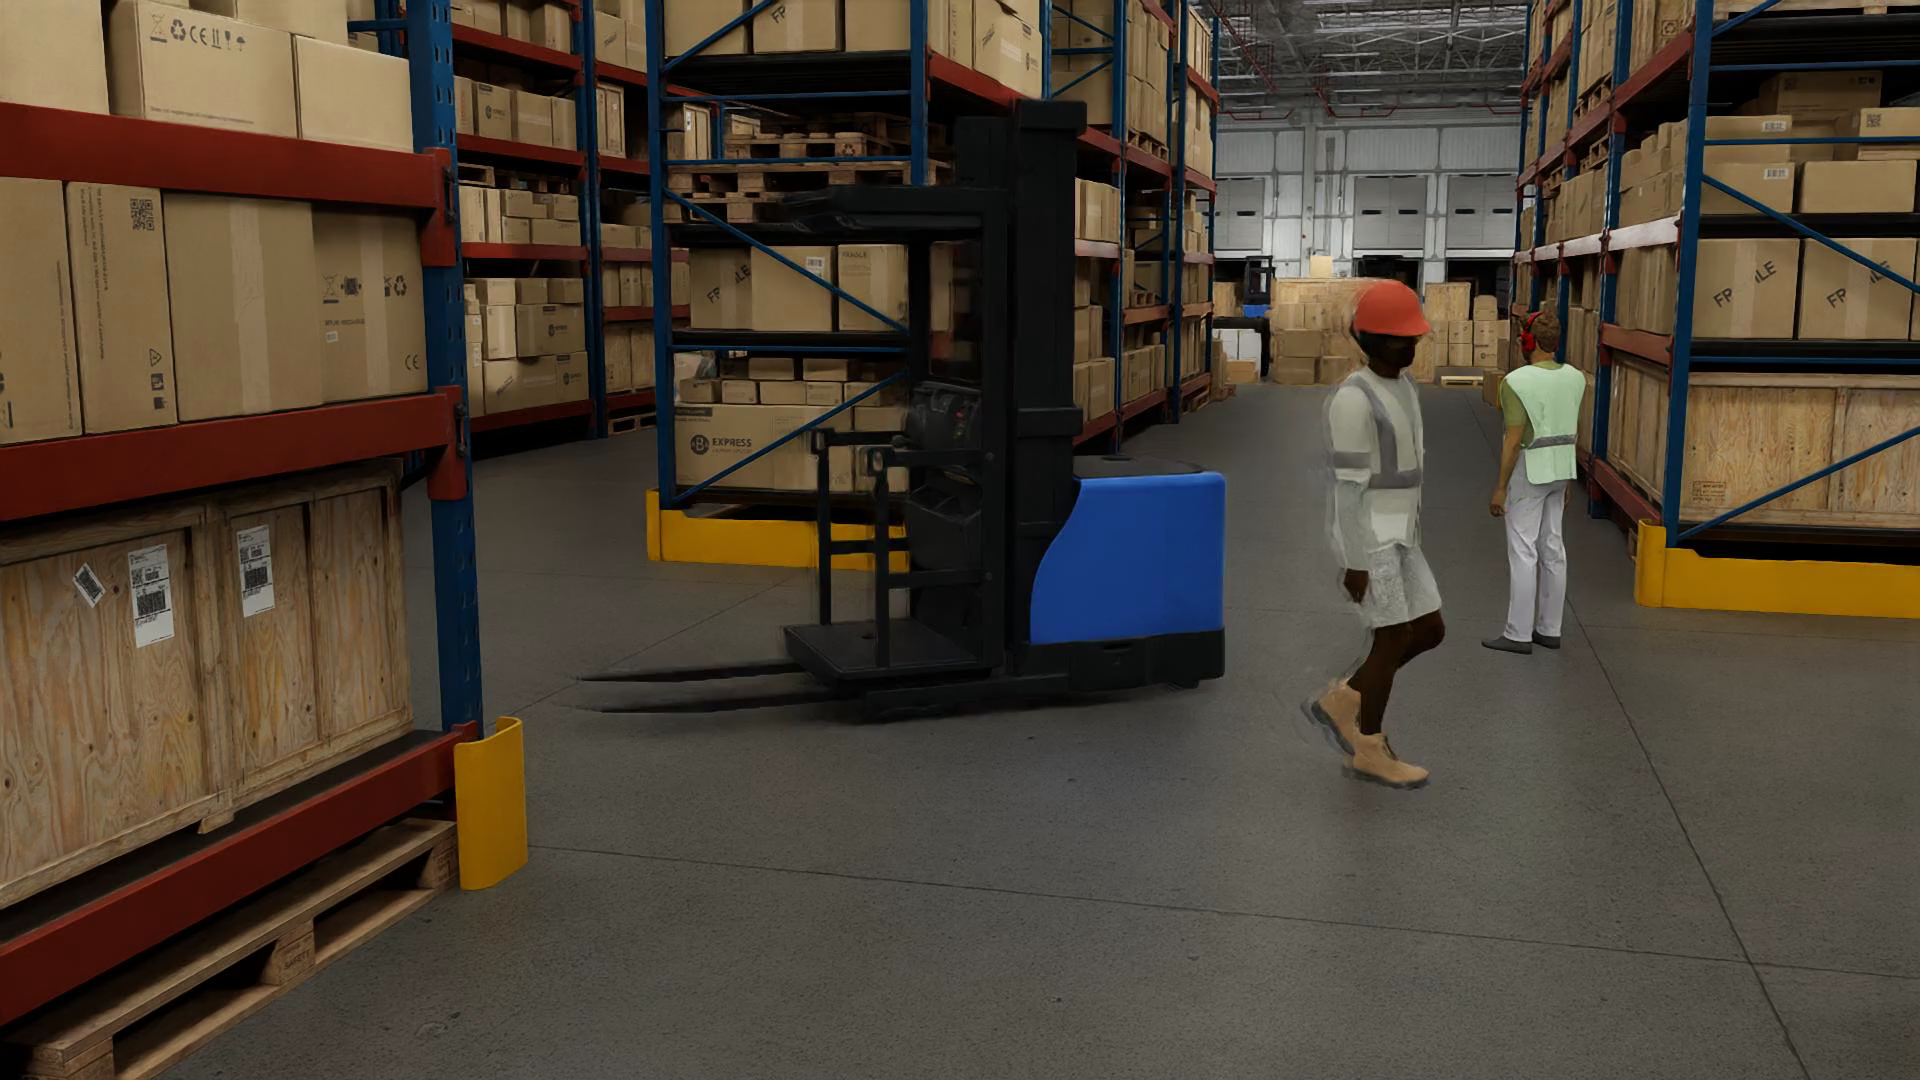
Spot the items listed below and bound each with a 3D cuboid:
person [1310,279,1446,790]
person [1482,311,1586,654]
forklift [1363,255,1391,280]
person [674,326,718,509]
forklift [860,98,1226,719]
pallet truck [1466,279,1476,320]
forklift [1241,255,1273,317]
[{"bbox_3d":[1.685,-0.013,6.569,0.460,2.011,0.628,6,11,35],"label":"person"},{"bbox_3d":[3.112,-0.303,8.969,0.570,1.845,0.383,-5,10,-30],"label":"person"},{"bbox_3d":[14.254,-8.372,56.961,1.129,2.768,1.873,-1,9,-5],"label":"forklift"},{"bbox_3d":[-2.367,-1.100,14.820,0.537,1.587,0.863,2,9,12],"label":"person"},{"bbox_3d":[0.276,-0.682,8.107,1.873,2.768,1.129,-3,9,-19],"label":"forklift"},{"bbox_3d":[18.896,-8.459,60.307,1.885,1.965,0.823,5,10,31],"label":"pallet truck"},{"bbox_3d":[10.551,-8.662,58.805,1.129,2.768,1.873,2,9,15],"label":"forklift"}]
